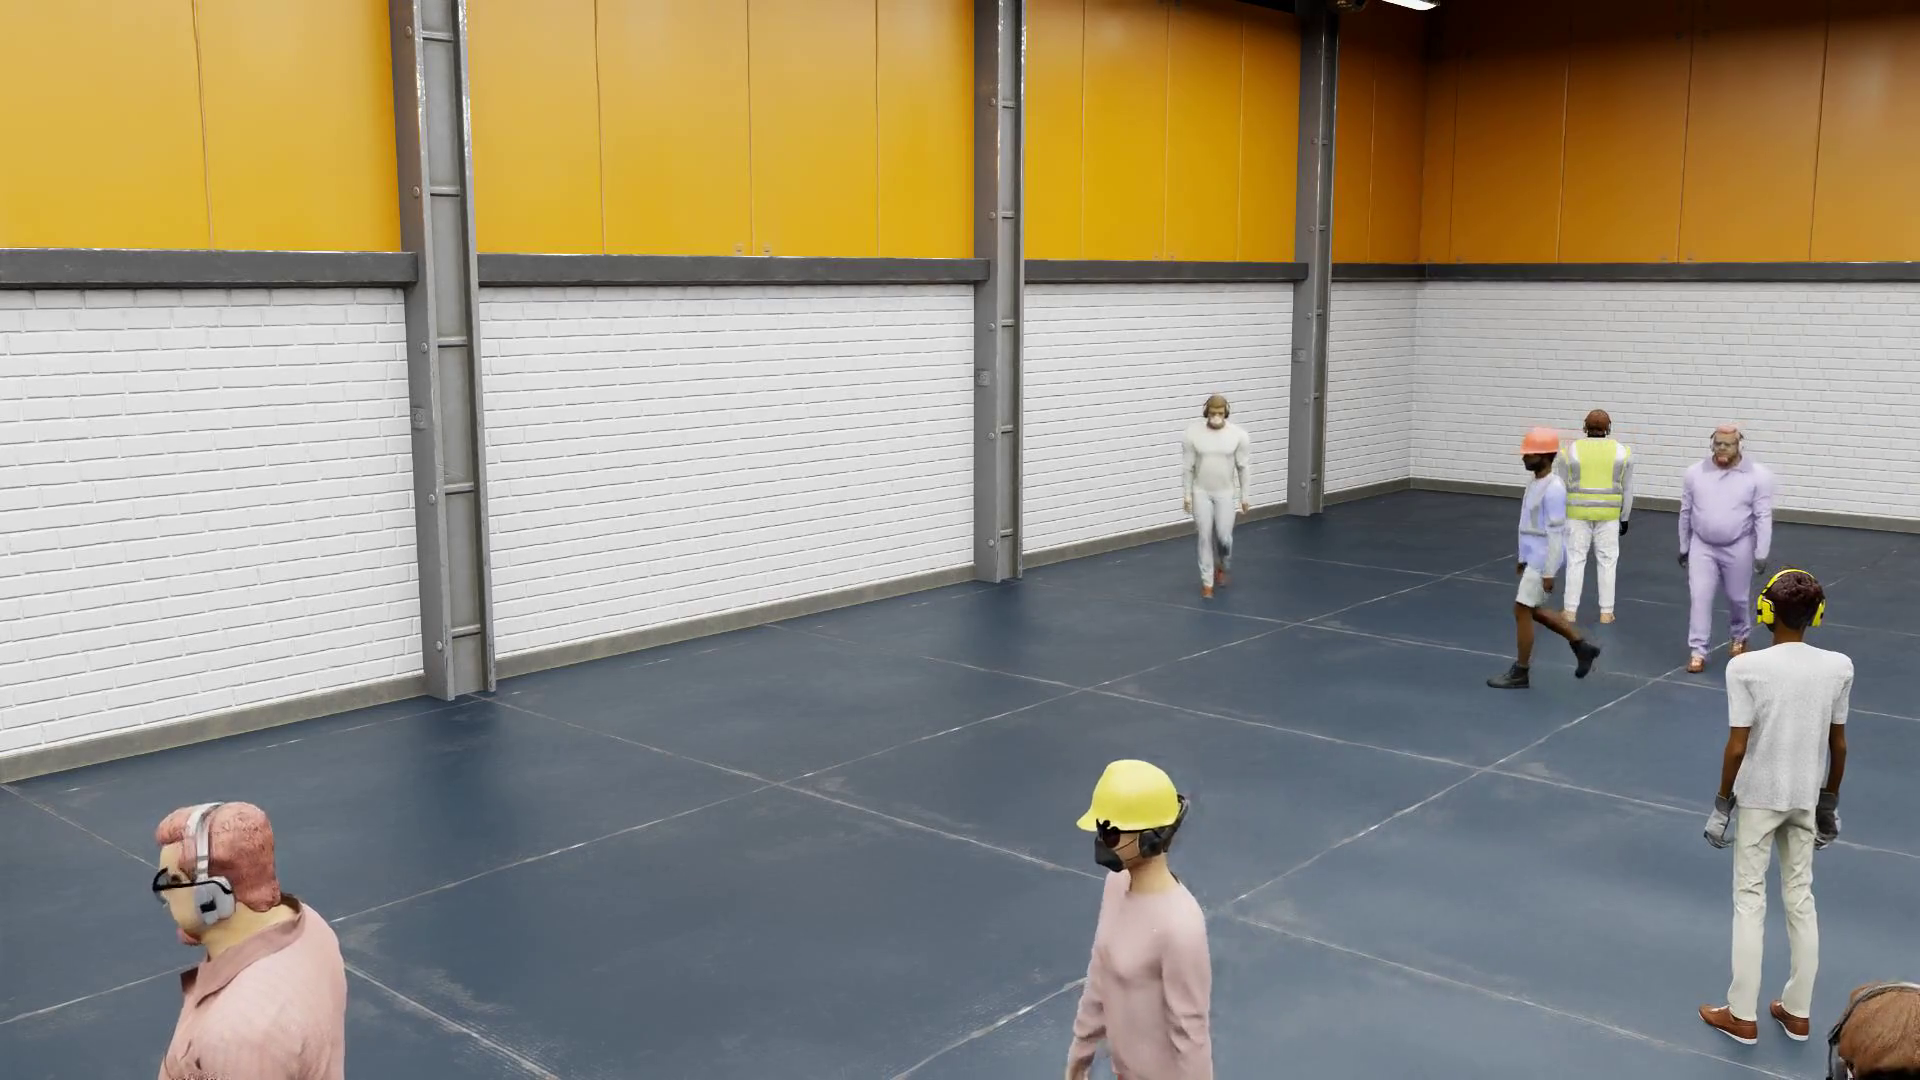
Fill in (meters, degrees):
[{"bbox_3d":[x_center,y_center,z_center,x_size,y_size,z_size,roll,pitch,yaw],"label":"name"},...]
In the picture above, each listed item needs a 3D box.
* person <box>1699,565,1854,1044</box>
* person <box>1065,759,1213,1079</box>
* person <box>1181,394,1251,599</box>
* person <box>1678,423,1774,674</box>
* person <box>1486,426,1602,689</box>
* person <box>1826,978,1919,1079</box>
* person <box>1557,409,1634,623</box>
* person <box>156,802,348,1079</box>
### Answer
[{"bbox_3d":[3.159,1.025,6.456,0.531,1.870,0.317,-1,9,-5],"label":"person"},{"bbox_3d":[0.383,1.427,4.352,0.827,1.733,0.540,-2,9,-11],"label":"person"},{"bbox_3d":[2.363,-0.416,15.409,0.635,1.911,0.567,2,9,12],"label":"person"},{"bbox_3d":[5.820,0.037,12.656,0.665,1.881,0.900,6,11,35],"label":"person"},{"bbox_3d":[4.228,0.134,11.925,0.746,1.915,0.558,1,9,8],"label":"person"},{"bbox_3d":[1.524,1.628,2.807,0.636,1.846,0.429,4,10,22],"label":"person"},{"bbox_3d":[5.421,-0.203,14.257,0.627,1.844,0.429,3,9,16],"label":"person"},{"bbox_3d":[-1.494,1.477,3.525,0.401,1.904,0.680,-2,9,-13],"label":"person"}]
